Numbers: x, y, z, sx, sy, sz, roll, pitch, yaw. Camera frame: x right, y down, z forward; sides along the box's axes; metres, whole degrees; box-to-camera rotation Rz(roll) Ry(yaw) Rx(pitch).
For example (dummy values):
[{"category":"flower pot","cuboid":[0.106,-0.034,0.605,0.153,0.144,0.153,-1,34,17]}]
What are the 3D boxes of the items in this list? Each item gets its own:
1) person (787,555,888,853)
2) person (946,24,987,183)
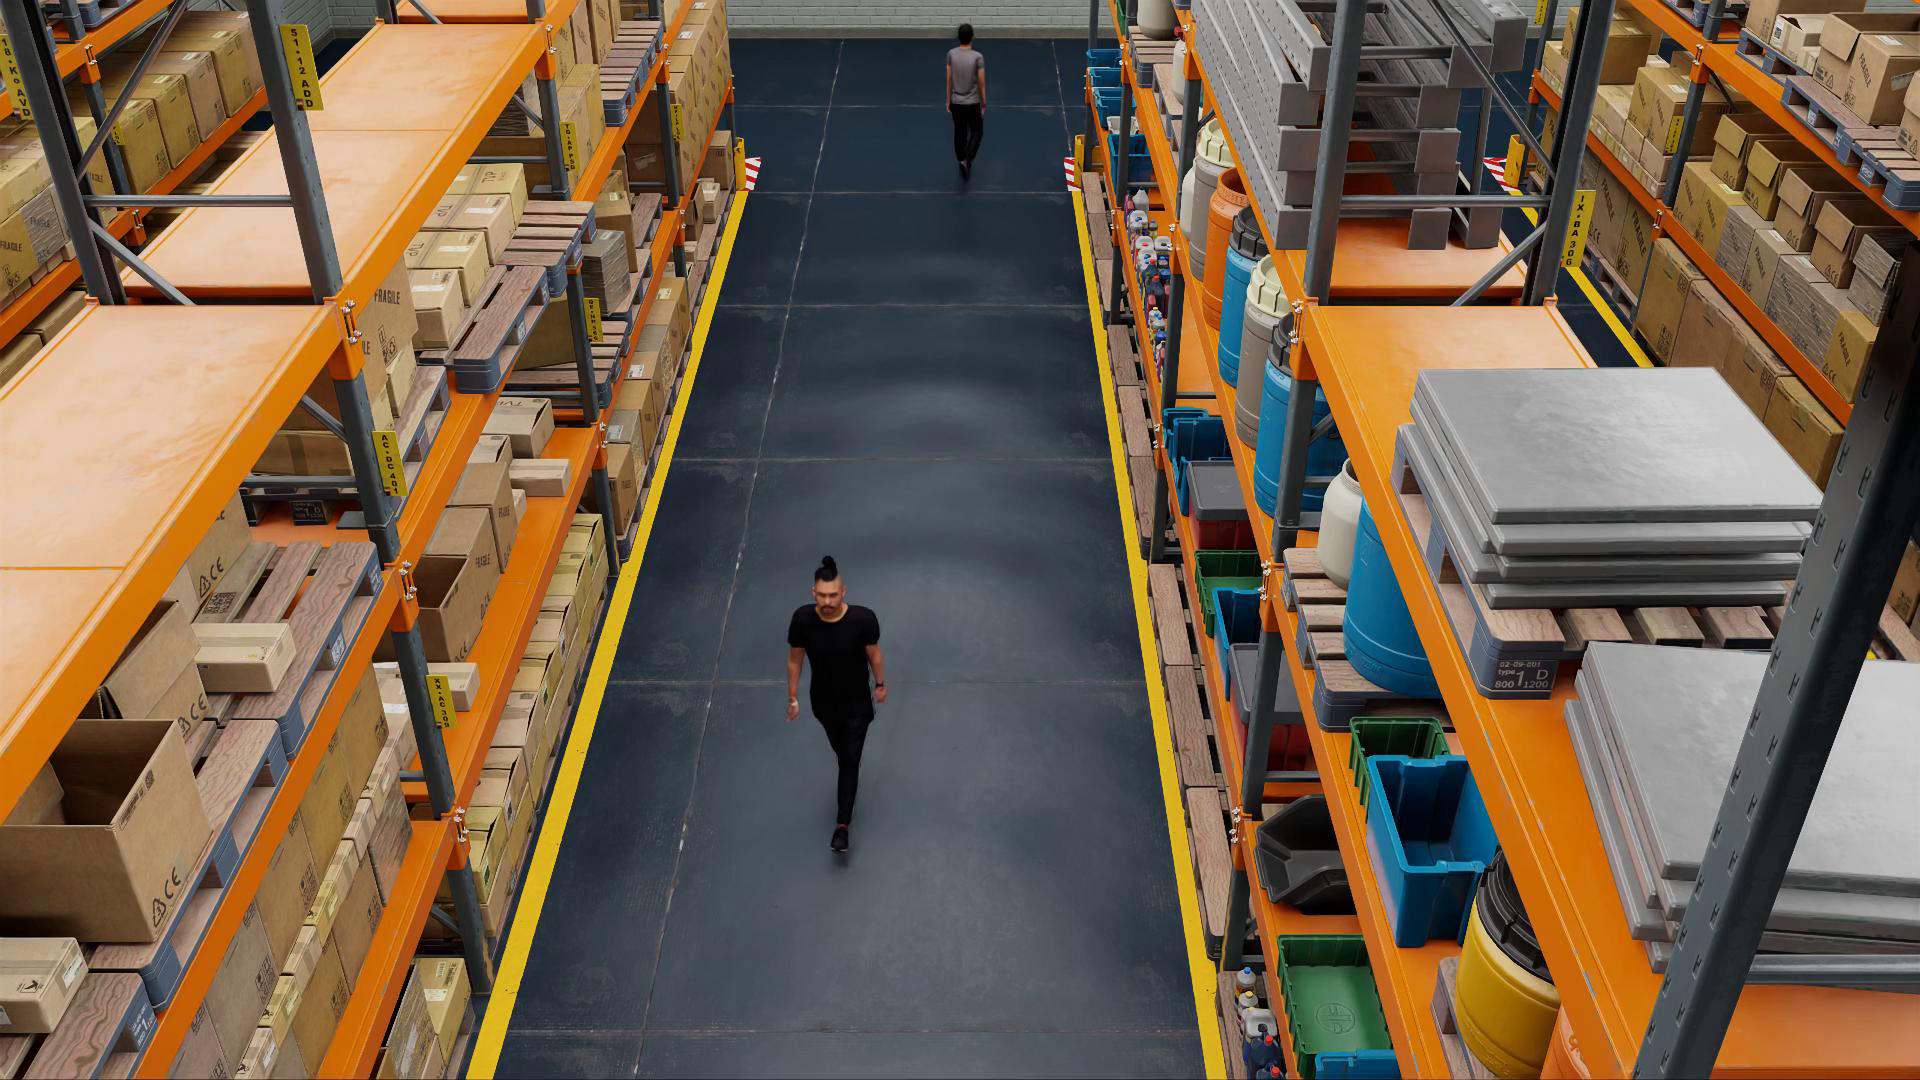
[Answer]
[{"category":"person","cuboid":[-0.701,0.848,9.812,0.845,1.823,1.189,5,33,8]},{"category":"person","cuboid":[0.045,-4.899,18.727,0.813,1.738,1.033,10,34,15]}]
